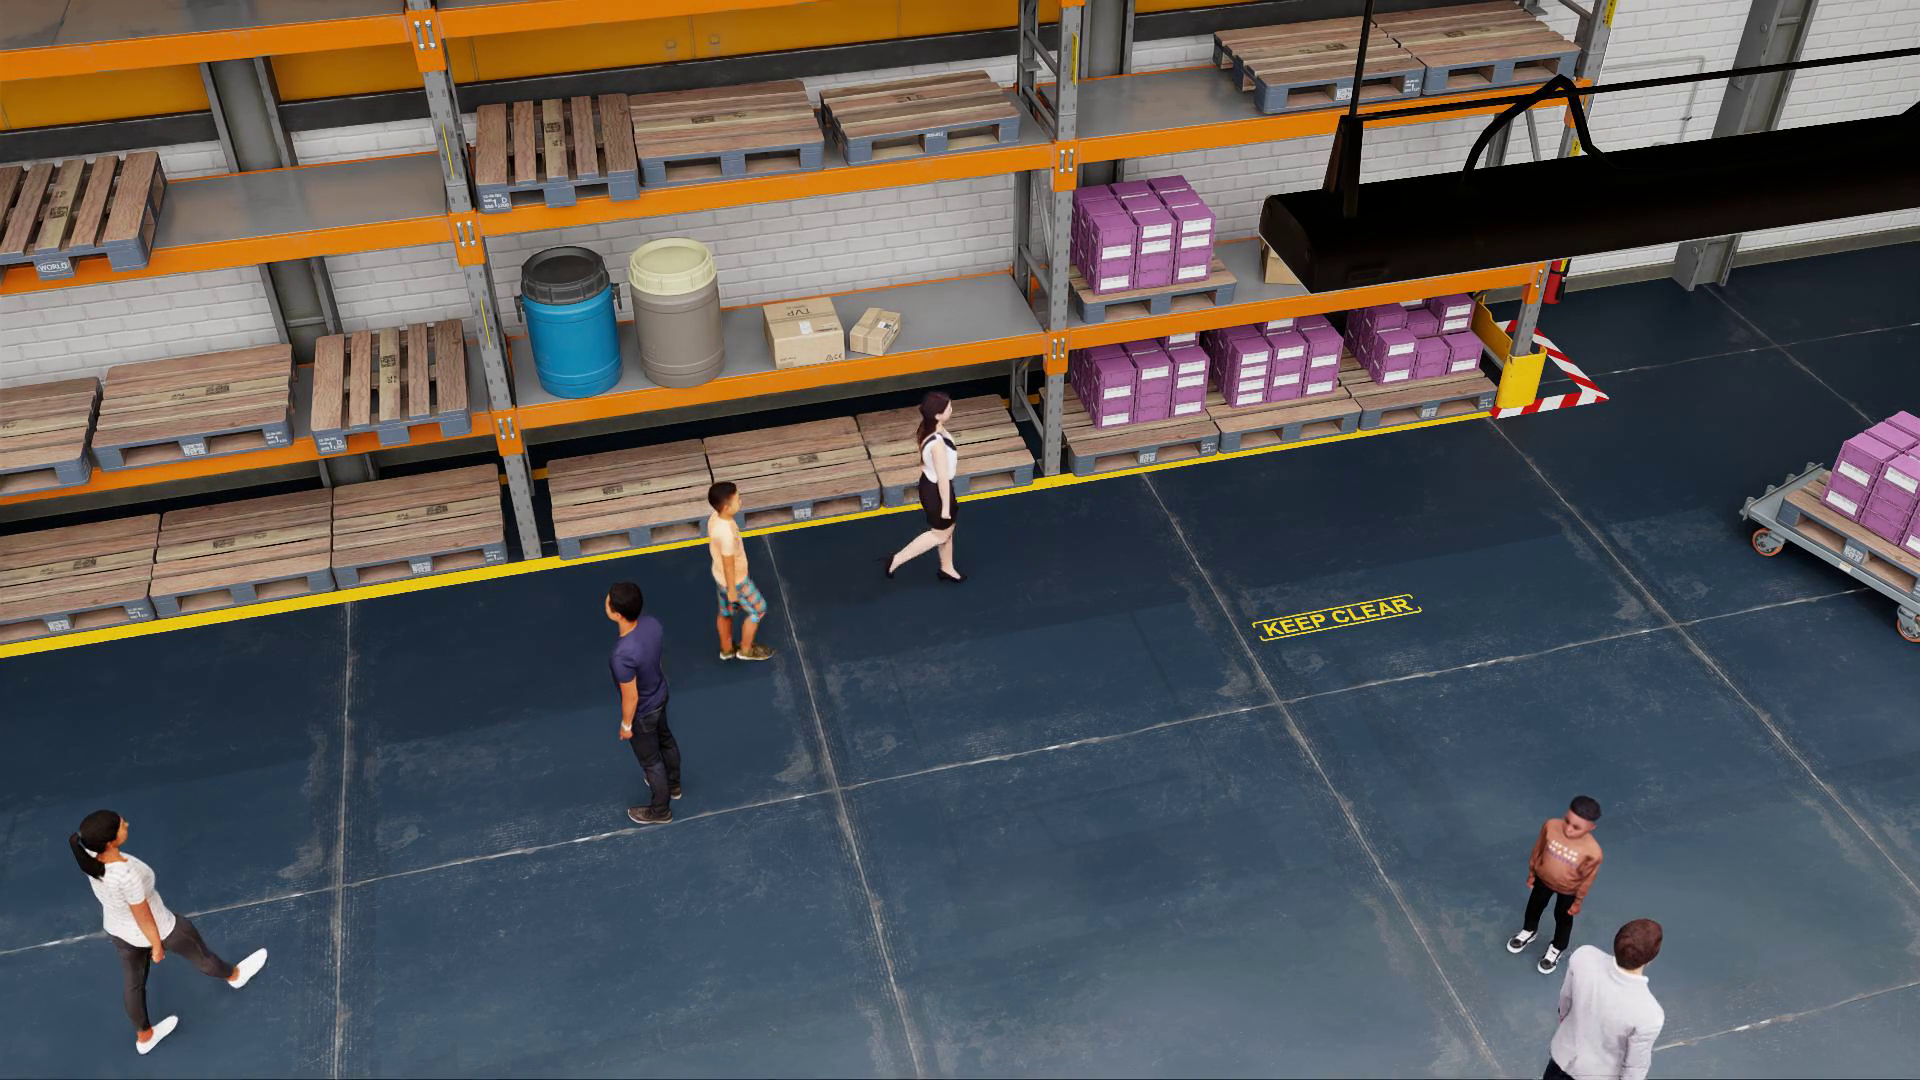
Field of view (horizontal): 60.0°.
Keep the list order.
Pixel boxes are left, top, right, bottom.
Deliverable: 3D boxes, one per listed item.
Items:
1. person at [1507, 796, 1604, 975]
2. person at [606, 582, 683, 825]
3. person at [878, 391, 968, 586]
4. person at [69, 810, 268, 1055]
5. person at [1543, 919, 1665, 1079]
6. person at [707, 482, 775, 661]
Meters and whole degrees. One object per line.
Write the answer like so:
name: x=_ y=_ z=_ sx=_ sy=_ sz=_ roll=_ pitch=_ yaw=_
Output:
person: x=3.288 y=1.851 z=9.085 sx=0.592 sy=1.252 sz=0.580 roll=-29 pitch=47 yaw=-32
person: x=-1.852 y=0.951 z=9.778 sx=0.699 sy=1.793 sz=0.717 roll=8 pitch=39 yaw=10
person: x=-0.237 y=-0.297 z=11.469 sx=0.855 sy=1.632 sz=0.560 roll=-11 pitch=40 yaw=-13
person: x=-4.282 y=2.049 z=8.552 sx=0.993 sy=1.607 sz=1.055 roll=19 pitch=42 yaw=22
person: x=2.918 y=2.476 z=7.835 sx=0.859 sy=1.836 sz=0.823 roll=-22 pitch=43 yaw=-25
person: x=-1.571 y=0.247 z=10.934 sx=0.602 sy=1.452 sz=0.578 roll=-14 pitch=41 yaw=-17
